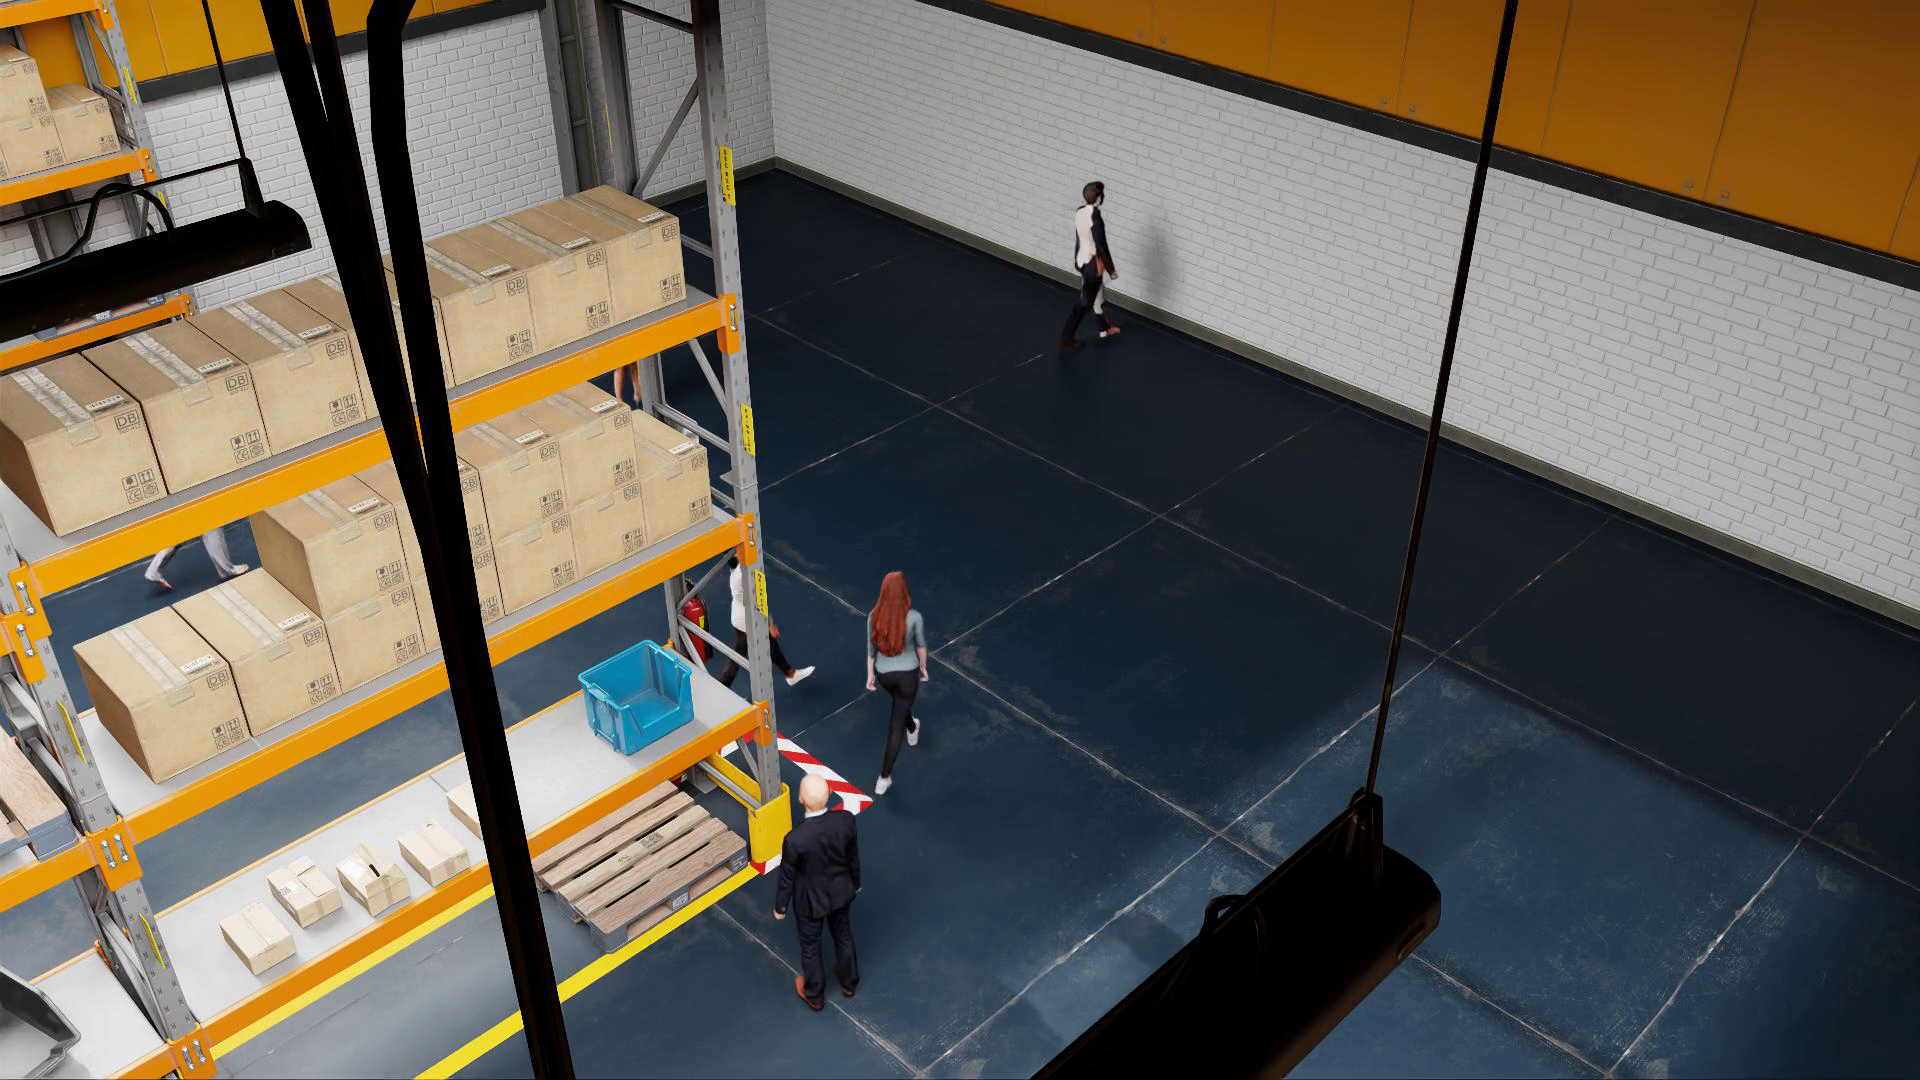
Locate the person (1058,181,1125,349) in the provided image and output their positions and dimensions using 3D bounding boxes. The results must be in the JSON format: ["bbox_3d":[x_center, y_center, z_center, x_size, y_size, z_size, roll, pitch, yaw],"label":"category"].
[{"bbox_3d":[1.353,-2.916,17.914,1.185,1.860,1.008,-9,35,-13],"label":"person"}]

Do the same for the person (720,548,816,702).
[{"bbox_3d":[-1.717,0.641,12.798,1.125,1.599,0.931,-7,34,-11],"label":"person"}]

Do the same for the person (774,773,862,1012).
[{"bbox_3d":[-0.851,2.190,10.290,0.603,1.795,0.828,-20,39,-27],"label":"person"}]

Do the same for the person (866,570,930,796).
[{"bbox_3d":[-0.471,1.067,12.072,0.990,1.693,1.221,7,34,10],"label":"person"}]
